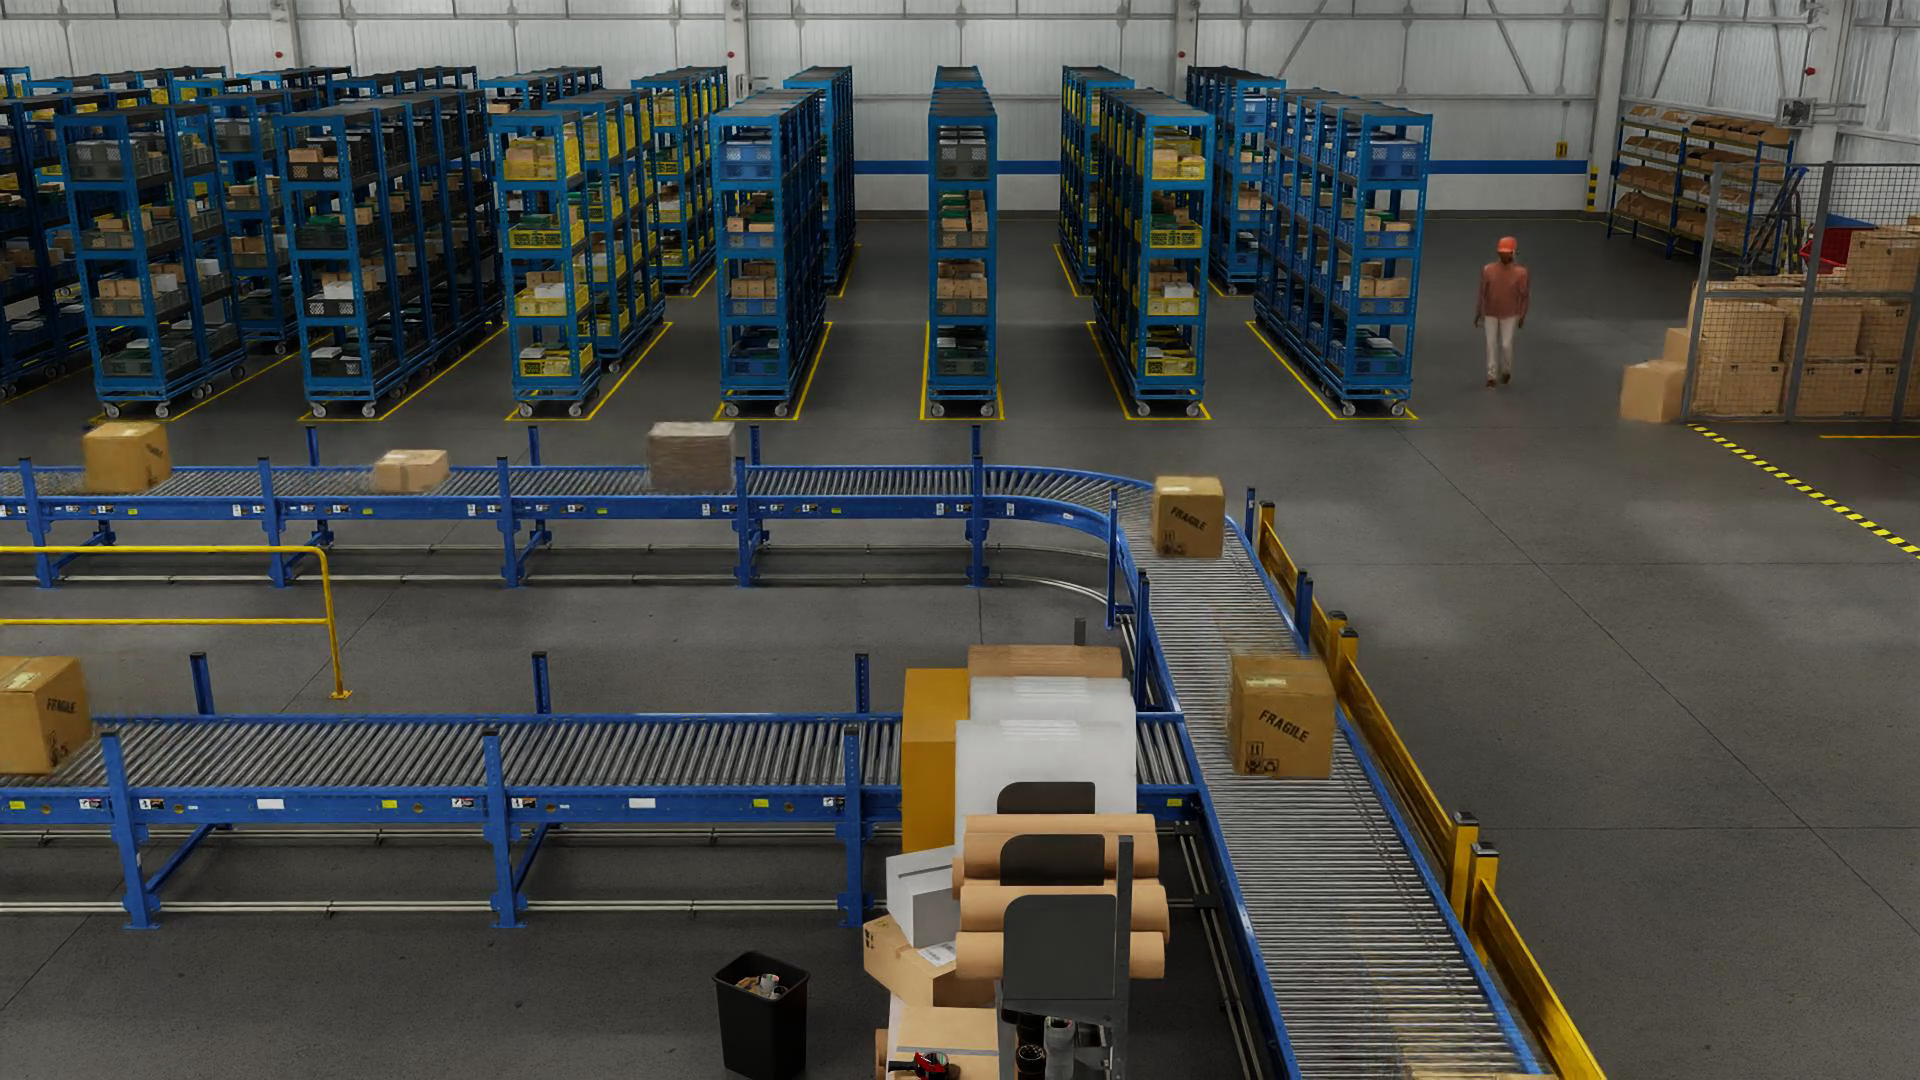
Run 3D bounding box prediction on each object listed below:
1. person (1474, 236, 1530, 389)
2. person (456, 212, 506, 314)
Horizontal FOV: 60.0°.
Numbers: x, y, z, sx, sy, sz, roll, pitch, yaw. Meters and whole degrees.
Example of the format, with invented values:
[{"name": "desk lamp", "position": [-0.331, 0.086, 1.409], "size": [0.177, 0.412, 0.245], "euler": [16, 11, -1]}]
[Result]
[{"name": "person", "position": [6.958, -2.922, 21.436], "size": [0.625, 1.976, 0.431], "euler": [10, 21, 29]}, {"name": "person", "position": [-7.702, -4.392, 26.277], "size": [0.917, 1.784, 0.624], "euler": [7, 19, 21]}]
